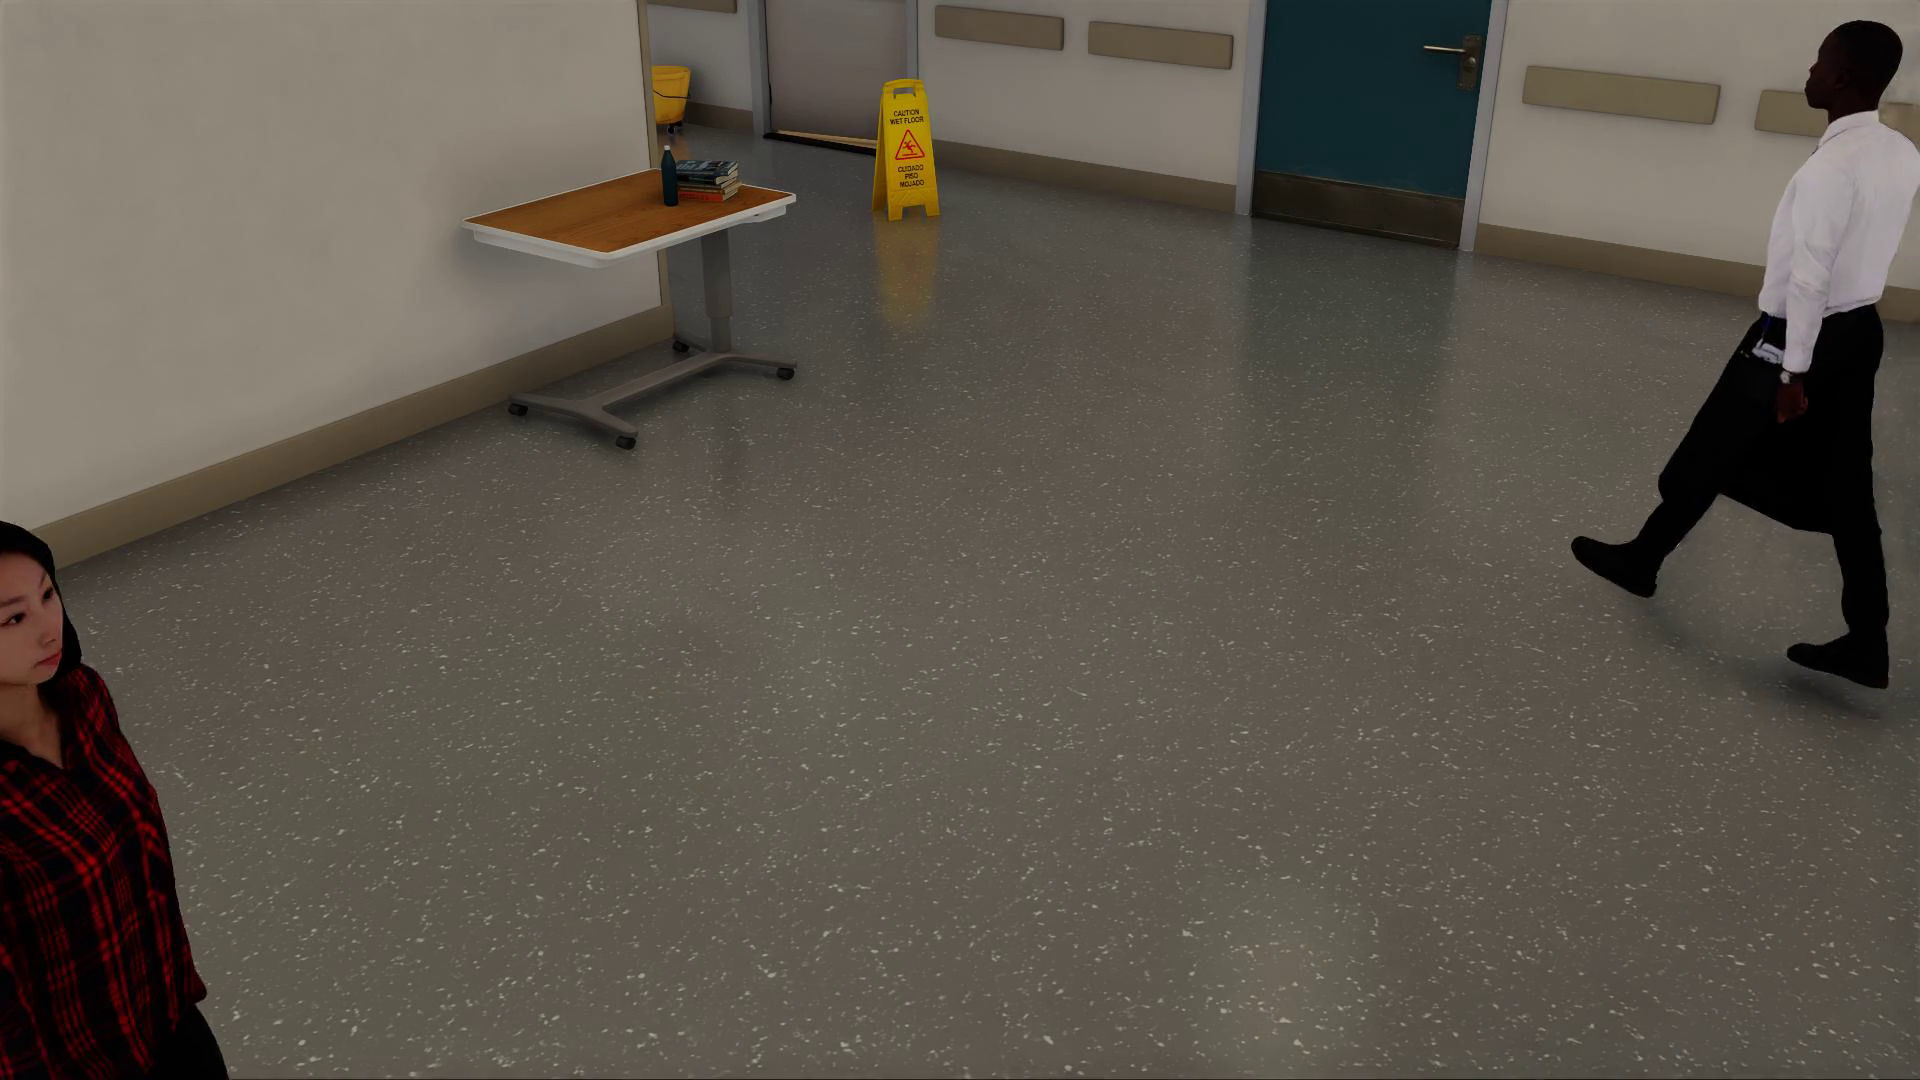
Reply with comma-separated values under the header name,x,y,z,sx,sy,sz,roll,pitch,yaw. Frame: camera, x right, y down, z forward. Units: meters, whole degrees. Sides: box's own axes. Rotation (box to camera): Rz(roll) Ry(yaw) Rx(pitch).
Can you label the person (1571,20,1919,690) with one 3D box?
name,x,y,z,sx,sy,sz,roll,pitch,yaw
person,2.419,-0.436,4.578,0.984,1.779,1.352,-16,30,-30
